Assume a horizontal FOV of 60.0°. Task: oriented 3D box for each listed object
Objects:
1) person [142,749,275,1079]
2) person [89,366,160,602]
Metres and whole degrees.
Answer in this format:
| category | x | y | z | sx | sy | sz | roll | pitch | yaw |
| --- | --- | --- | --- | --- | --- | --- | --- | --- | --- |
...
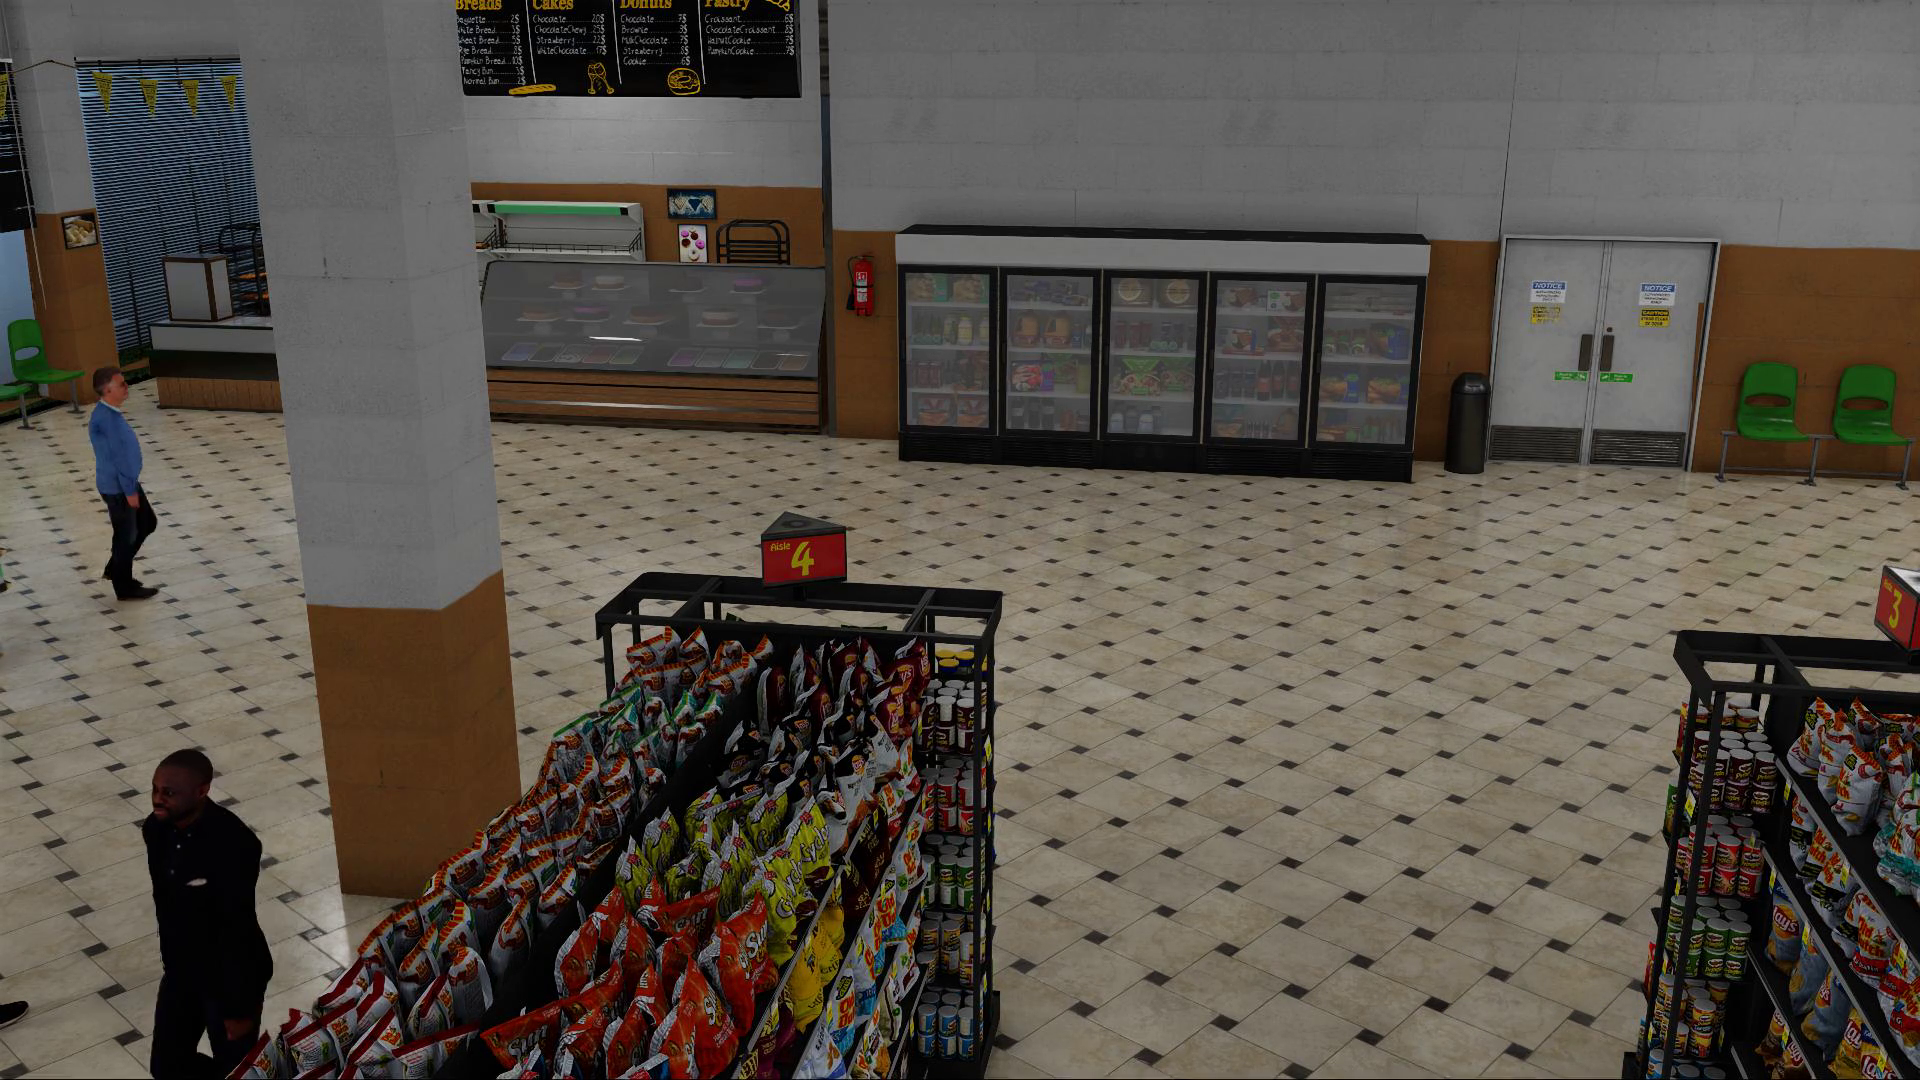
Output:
| category | x | y | z | sx | sy | sz | roll | pitch | yaw |
| --- | --- | --- | --- | --- | --- | --- | --- | --- | --- |
| person | -2.654 | 1.566 | 6.095 | 0.837 | 1.805 | 0.847 | 10 | 20 | 31 |
| person | -6.471 | -0.412 | 12.619 | 0.851 | 1.800 | 0.763 | -6 | 18 | -19 |
